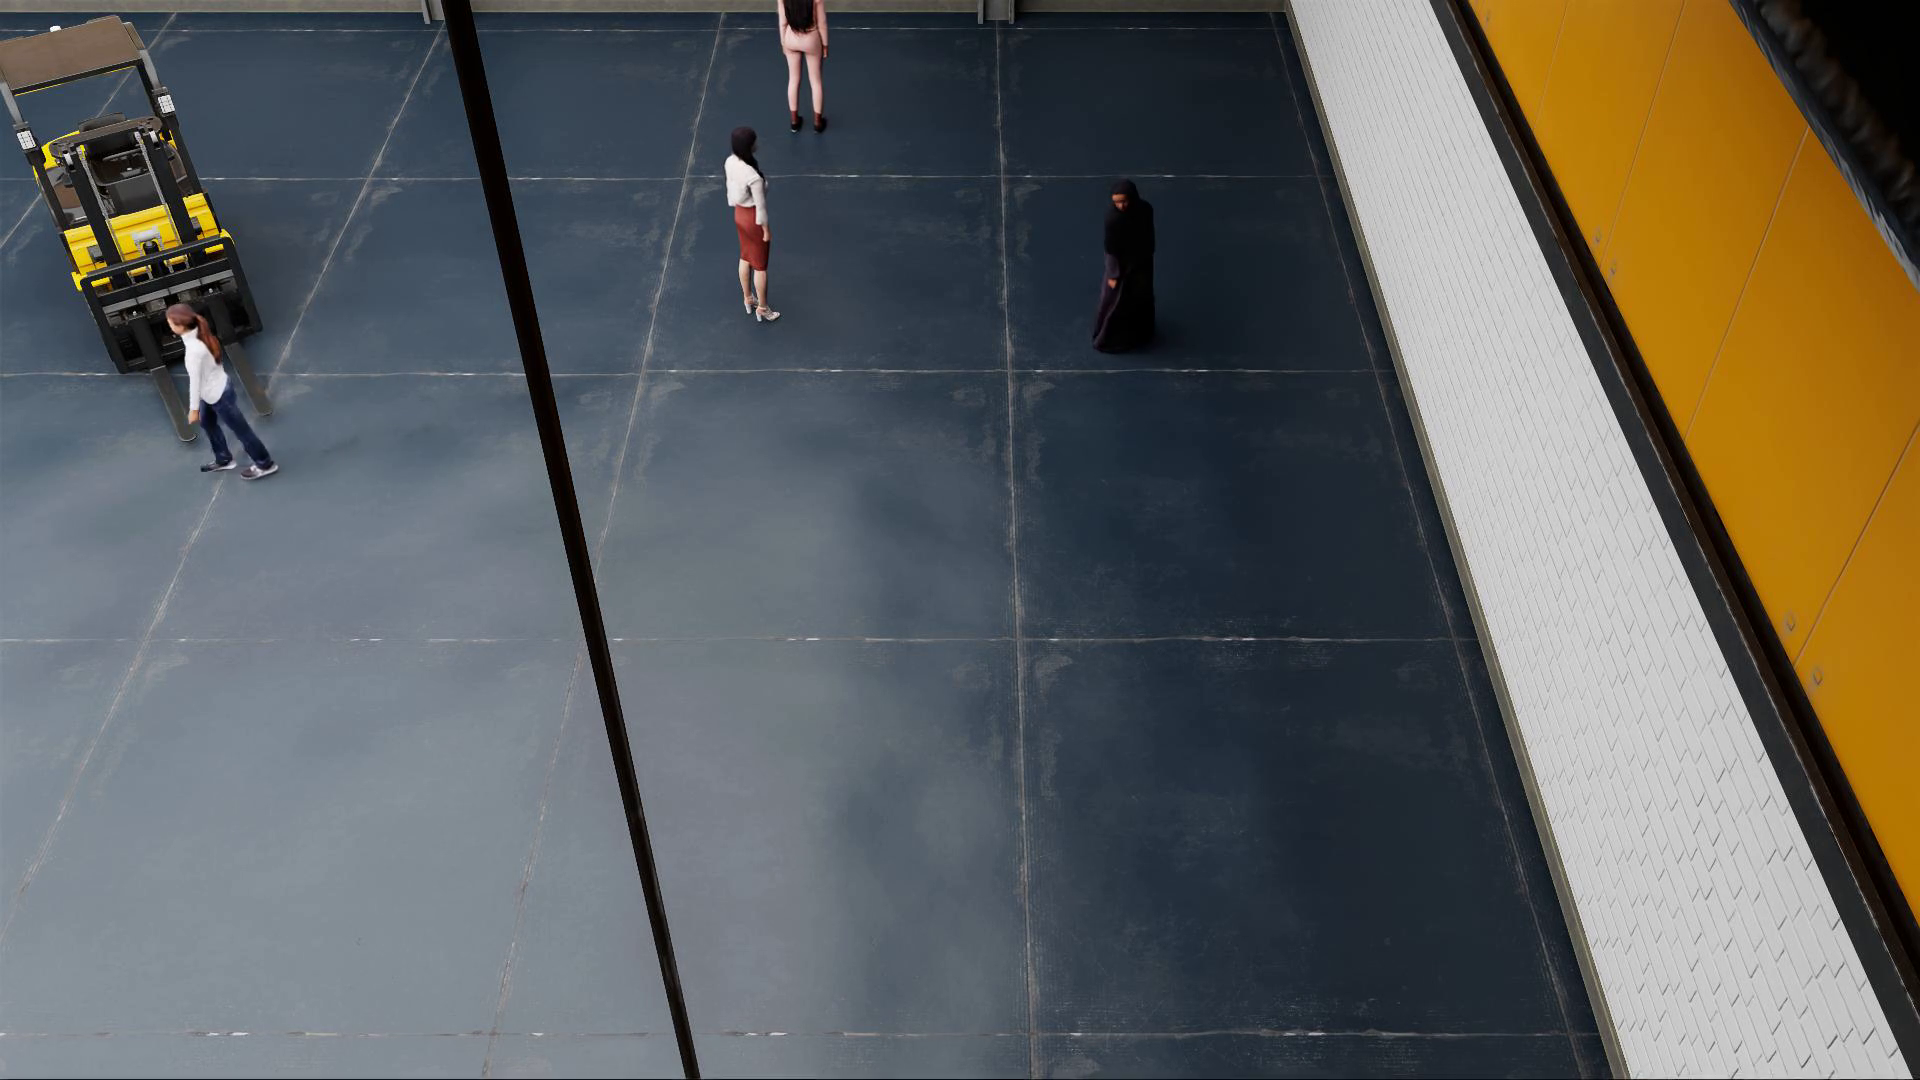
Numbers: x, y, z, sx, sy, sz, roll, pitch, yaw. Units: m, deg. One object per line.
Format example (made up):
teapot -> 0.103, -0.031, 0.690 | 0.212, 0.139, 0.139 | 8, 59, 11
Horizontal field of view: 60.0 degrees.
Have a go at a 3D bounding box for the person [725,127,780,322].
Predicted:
person -> -1.696, -2.576, 13.587 | 0.712, 1.750, 0.678 | -29, 51, -27

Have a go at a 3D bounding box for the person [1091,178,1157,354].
person -> 1.396, -2.259, 13.372 | 0.740, 1.589, 0.872 | -33, 53, -30

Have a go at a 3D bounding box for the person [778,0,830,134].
person -> -1.488, -4.707, 15.847 | 0.508, 1.718, 0.706 | 7, 44, 7

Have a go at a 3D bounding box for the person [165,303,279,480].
person -> -5.343, -1.085, 12.177 | 0.855, 1.536, 0.695 | -15, 46, -15
